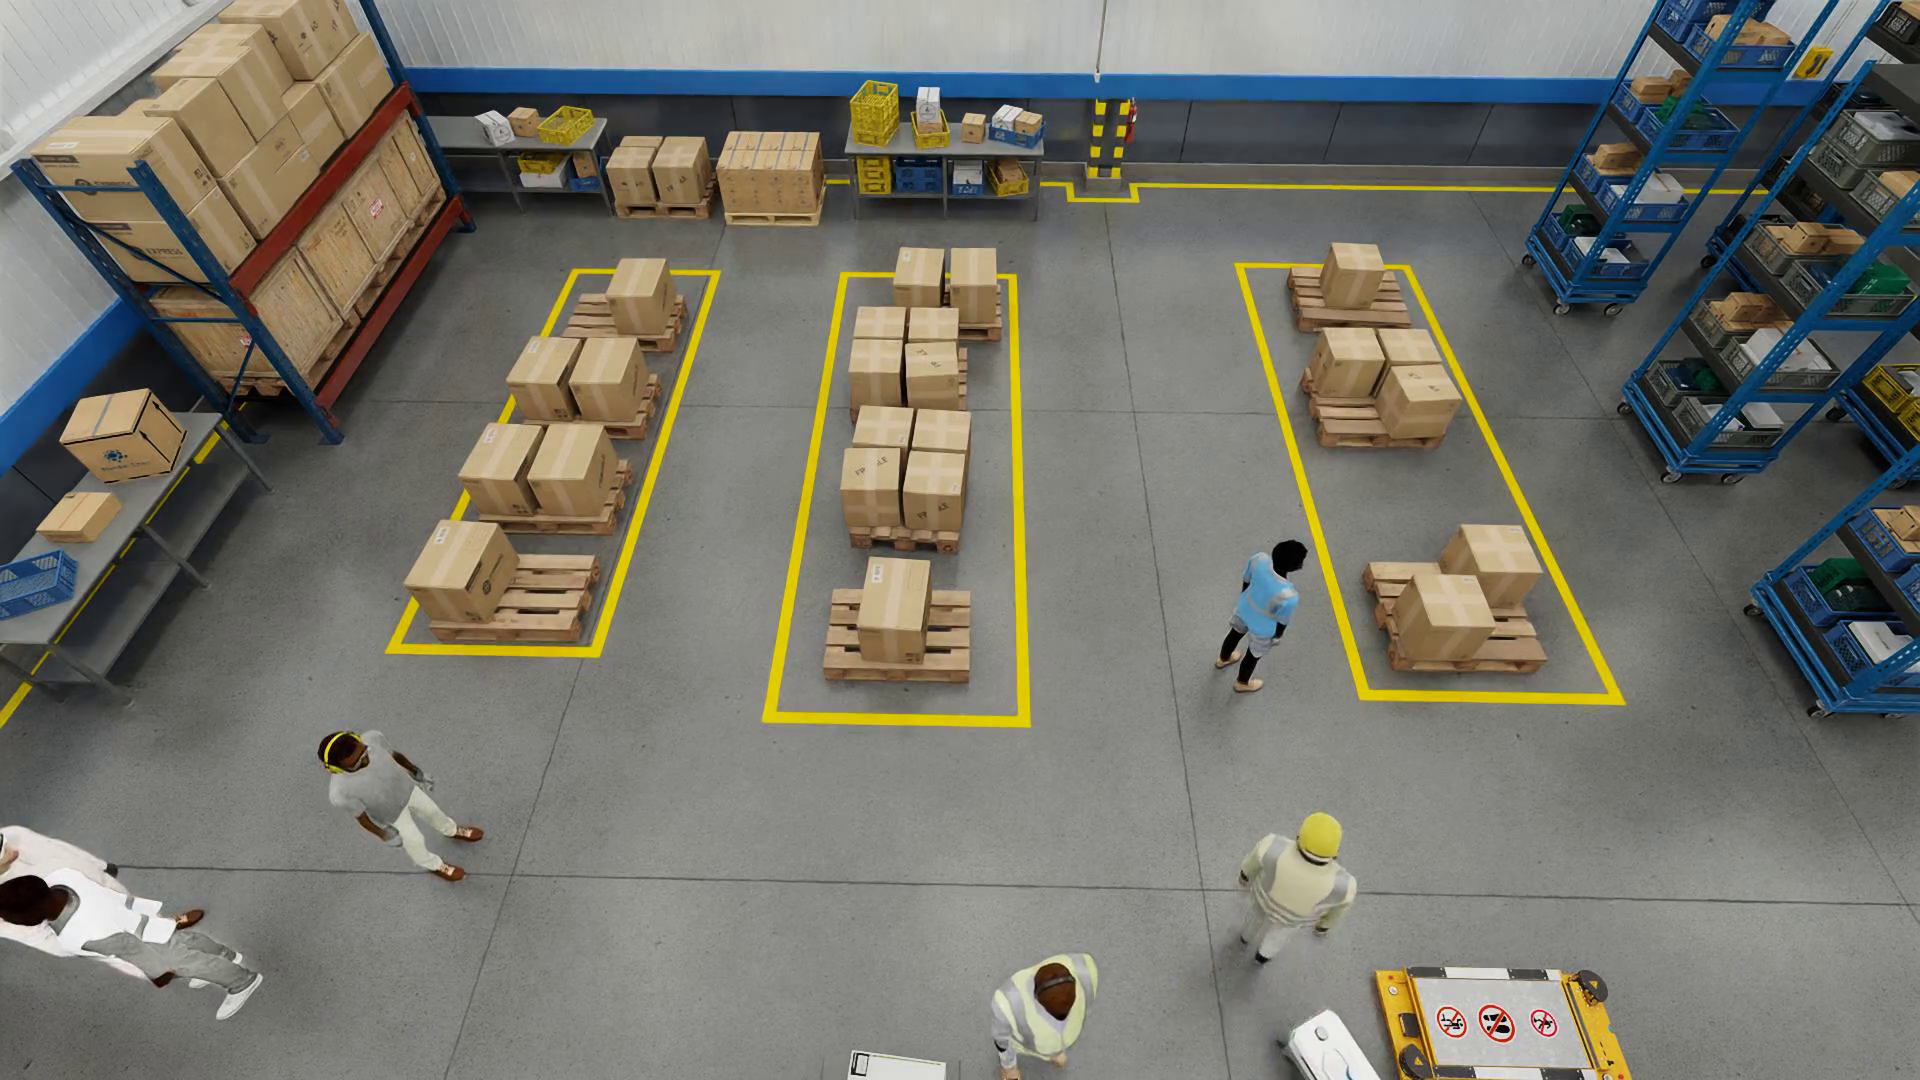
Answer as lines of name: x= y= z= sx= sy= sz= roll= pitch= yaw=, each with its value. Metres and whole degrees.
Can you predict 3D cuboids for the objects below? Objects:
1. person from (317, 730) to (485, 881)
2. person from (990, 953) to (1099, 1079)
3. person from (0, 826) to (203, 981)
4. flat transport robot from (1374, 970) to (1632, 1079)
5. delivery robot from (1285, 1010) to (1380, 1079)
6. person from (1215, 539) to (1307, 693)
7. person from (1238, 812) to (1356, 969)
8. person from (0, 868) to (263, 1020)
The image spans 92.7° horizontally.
person: x=-3.688 y=1.738 z=6.043 sx=0.345 sy=1.851 sz=0.513 roll=6 pitch=51 yaw=5
person: x=0.475 y=2.748 z=5.227 sx=0.625 sy=1.835 sz=0.430 roll=-18 pitch=53 yaw=-14
person: x=-5.362 y=2.228 z=5.610 sx=0.399 sy=1.901 sz=0.644 roll=-19 pitch=53 yaw=-15
flat transport robot: x=3.501 y=3.133 z=5.914 sx=1.431 sy=0.197 sz=0.652 roll=1 pitch=51 yaw=1
delivery robot: x=2.331 y=3.274 z=5.559 sx=0.477 sy=0.478 sz=0.707 roll=-20 pitch=54 yaw=-16
person: x=2.316 y=0.586 z=7.074 sx=0.322 sy=1.699 sz=0.535 roll=-17 pitch=53 yaw=-13
person: x=2.034 y=2.183 z=5.698 sx=0.616 sy=1.814 sz=0.418 roll=27 pitch=56 yaw=20
person: x=-4.899 y=2.387 z=5.468 sx=0.591 sy=1.917 sz=0.392 roll=30 pitch=57 yaw=22
